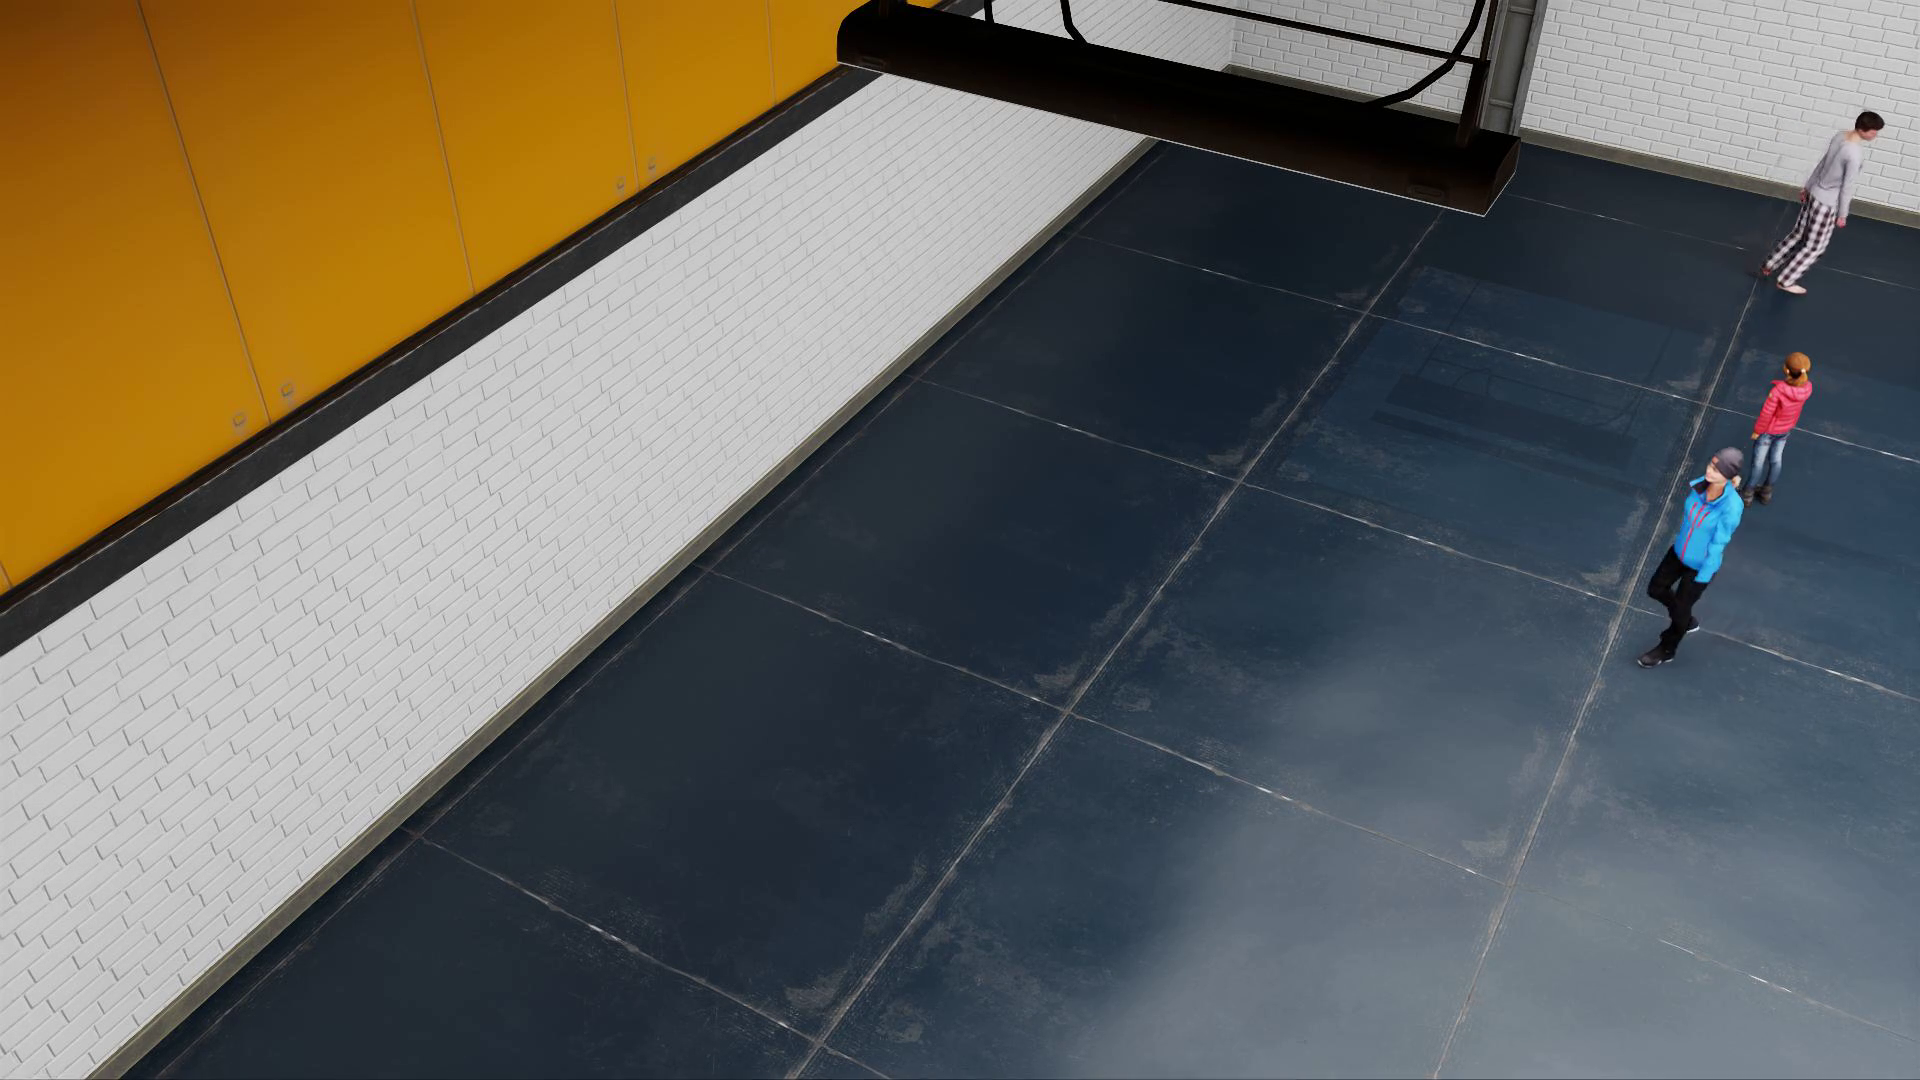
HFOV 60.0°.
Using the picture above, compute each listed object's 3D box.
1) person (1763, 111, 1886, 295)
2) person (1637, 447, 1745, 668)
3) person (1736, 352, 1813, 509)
[{"bbox_3d":[7.755,-3.067,15.040,0.861,1.807,0.881,-8,39,-10],"label":"person"},{"bbox_3d":[4.953,0.132,11.048,0.857,1.791,0.796,-9,39,-11],"label":"person"},{"bbox_3d":[6.205,-0.833,12.637,0.585,1.314,0.639,-12,40,-14],"label":"person"}]
